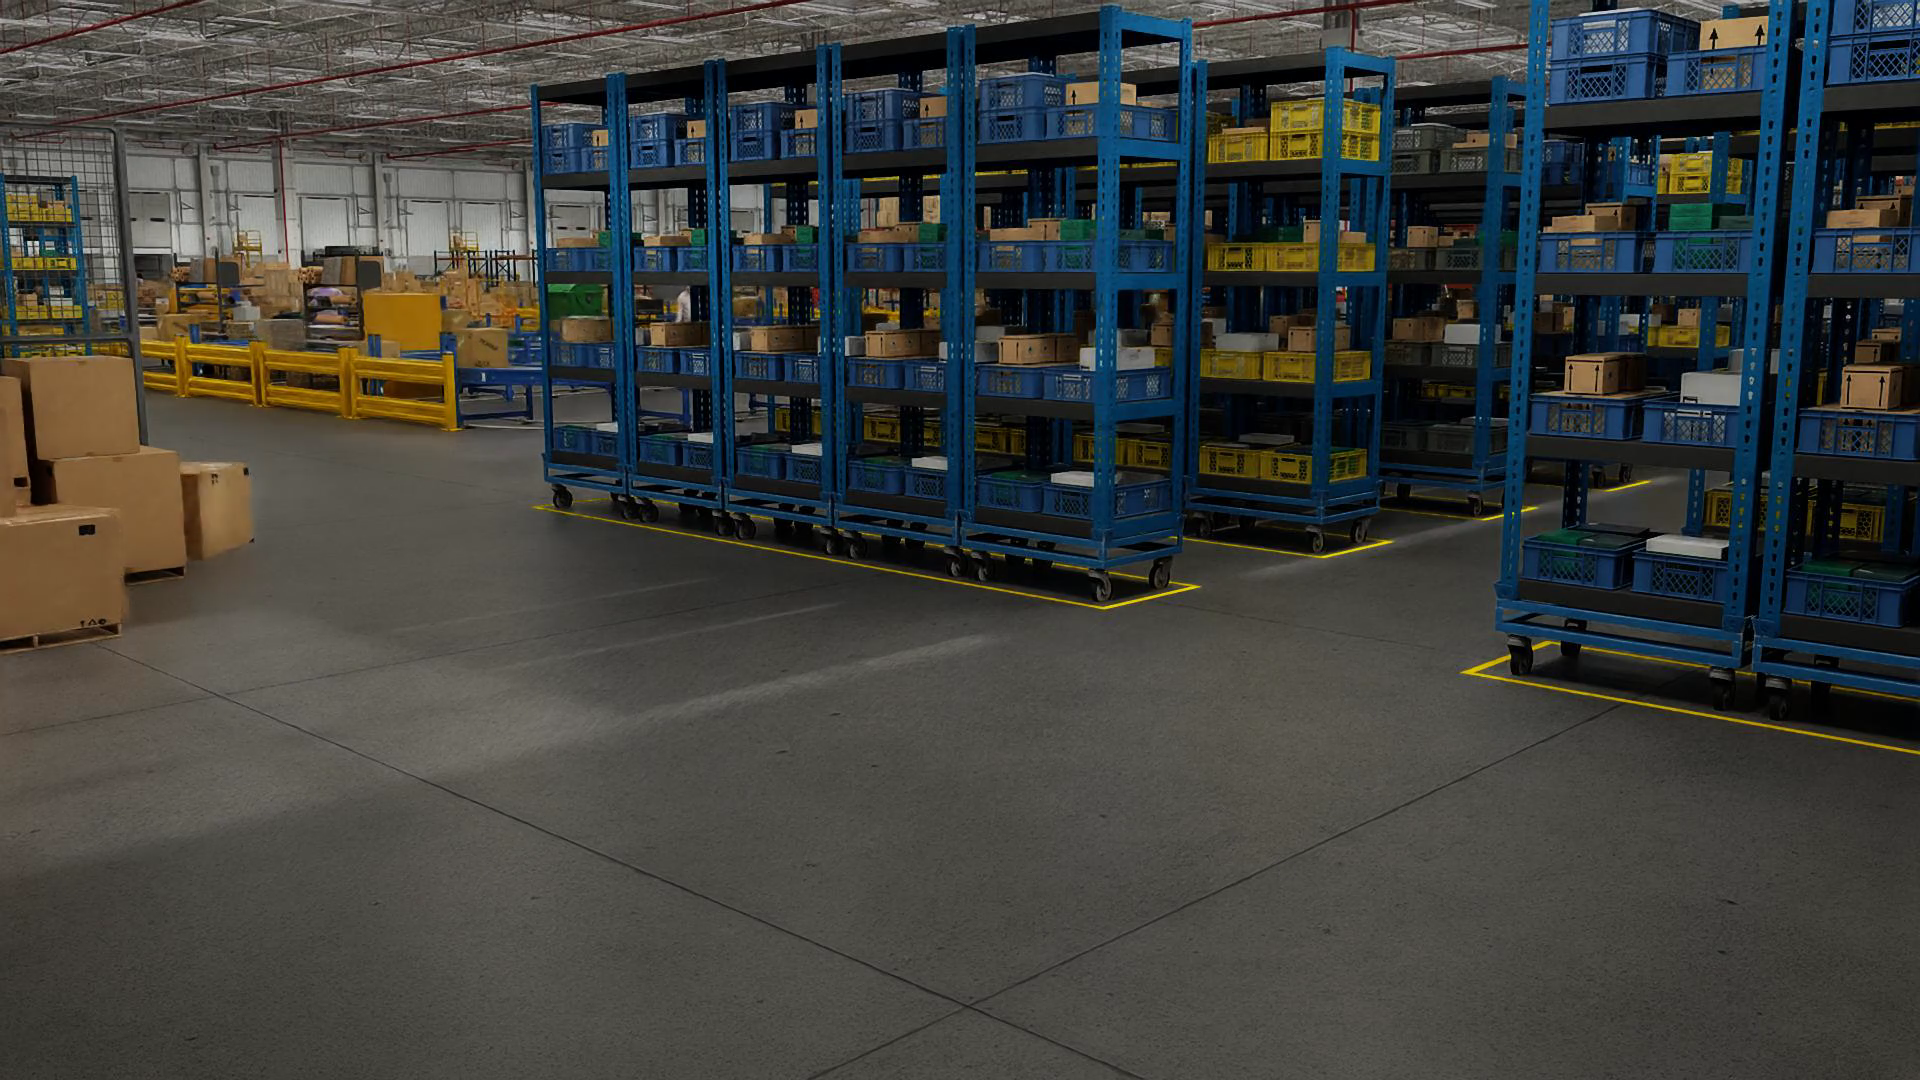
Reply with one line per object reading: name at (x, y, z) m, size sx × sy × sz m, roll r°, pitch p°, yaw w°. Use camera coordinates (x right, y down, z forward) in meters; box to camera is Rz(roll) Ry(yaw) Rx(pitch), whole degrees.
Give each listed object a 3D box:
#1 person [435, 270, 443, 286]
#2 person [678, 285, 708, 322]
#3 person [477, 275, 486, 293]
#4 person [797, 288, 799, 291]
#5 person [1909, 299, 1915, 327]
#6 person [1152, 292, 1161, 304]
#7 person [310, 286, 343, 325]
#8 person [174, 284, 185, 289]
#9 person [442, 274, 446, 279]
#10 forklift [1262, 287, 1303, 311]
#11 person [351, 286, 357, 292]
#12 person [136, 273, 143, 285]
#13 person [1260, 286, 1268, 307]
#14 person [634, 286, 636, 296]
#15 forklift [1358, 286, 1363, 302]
person at (-26.794, -12.894, 85.571) m, size 0.861 × 2.000 × 0.709 m, roll 7°, pitch 12°, yaw 38°
person at (-5.366, -4.377, 33.848) m, size 0.675 × 1.865 × 0.788 m, roll -3°, pitch 10°, yaw -18°
person at (-18.560, -9.377, 64.609) m, size 0.521 × 1.855 × 0.601 m, roll 5°, pitch 10°, yaw 26°
person at (-7.952, -12.109, 81.210) m, size 0.967 × 1.903 × 0.631 m, roll -3°, pitch 10°, yaw -17°
person at (12.293, -2.393, 21.328) m, size 0.381 × 1.994 × 0.617 m, roll 5°, pitch 11°, yaw 28°
person at (6.315, -7.431, 53.425) m, size 0.633 × 1.596 × 0.587 m, roll -2°, pitch 9°, yaw -12°
person at (-12.417, -4.261, 32.638) m, size 0.609 × 2.040 × 0.395 m, roll -5°, pitch 10°, yaw -28°
person at (-26.611, -8.165, 56.848) m, size 0.446 × 1.950 × 0.614 m, roll -7°, pitch 12°, yaw -38°
person at (-17.482, -8.165, 56.982) m, size 0.797 × 1.914 × 0.554 m, roll -9°, pitch 13°, yaw -42°
forklift at (10.769, -8.203, 54.240) m, size 1.129 × 2.768 × 1.873 m, roll 8°, pitch 12°, yaw 42°
person at (-31.954, -13.175, 87.634) m, size 0.373 × 1.928 × 0.584 m, roll 0°, pitch 9°, yaw 2°
person at (-42.595, -12.933, 86.420) m, size 0.633 × 1.841 × 0.429 m, roll 6°, pitch 11°, yaw 31°
person at (10.293, -7.951, 56.557) m, size 0.736 × 1.601 × 0.529 m, roll -8°, pitch 12°, yaw -40°
person at (-12.976, -9.596, 66.217) m, size 0.618 × 1.743 × 0.554 m, roll -7°, pitch 12°, yaw -38°
forklift at (11.100, -7.017, 46.970) m, size 1.873 × 2.768 × 1.129 m, roll 9°, pitch 13°, yaw 43°
